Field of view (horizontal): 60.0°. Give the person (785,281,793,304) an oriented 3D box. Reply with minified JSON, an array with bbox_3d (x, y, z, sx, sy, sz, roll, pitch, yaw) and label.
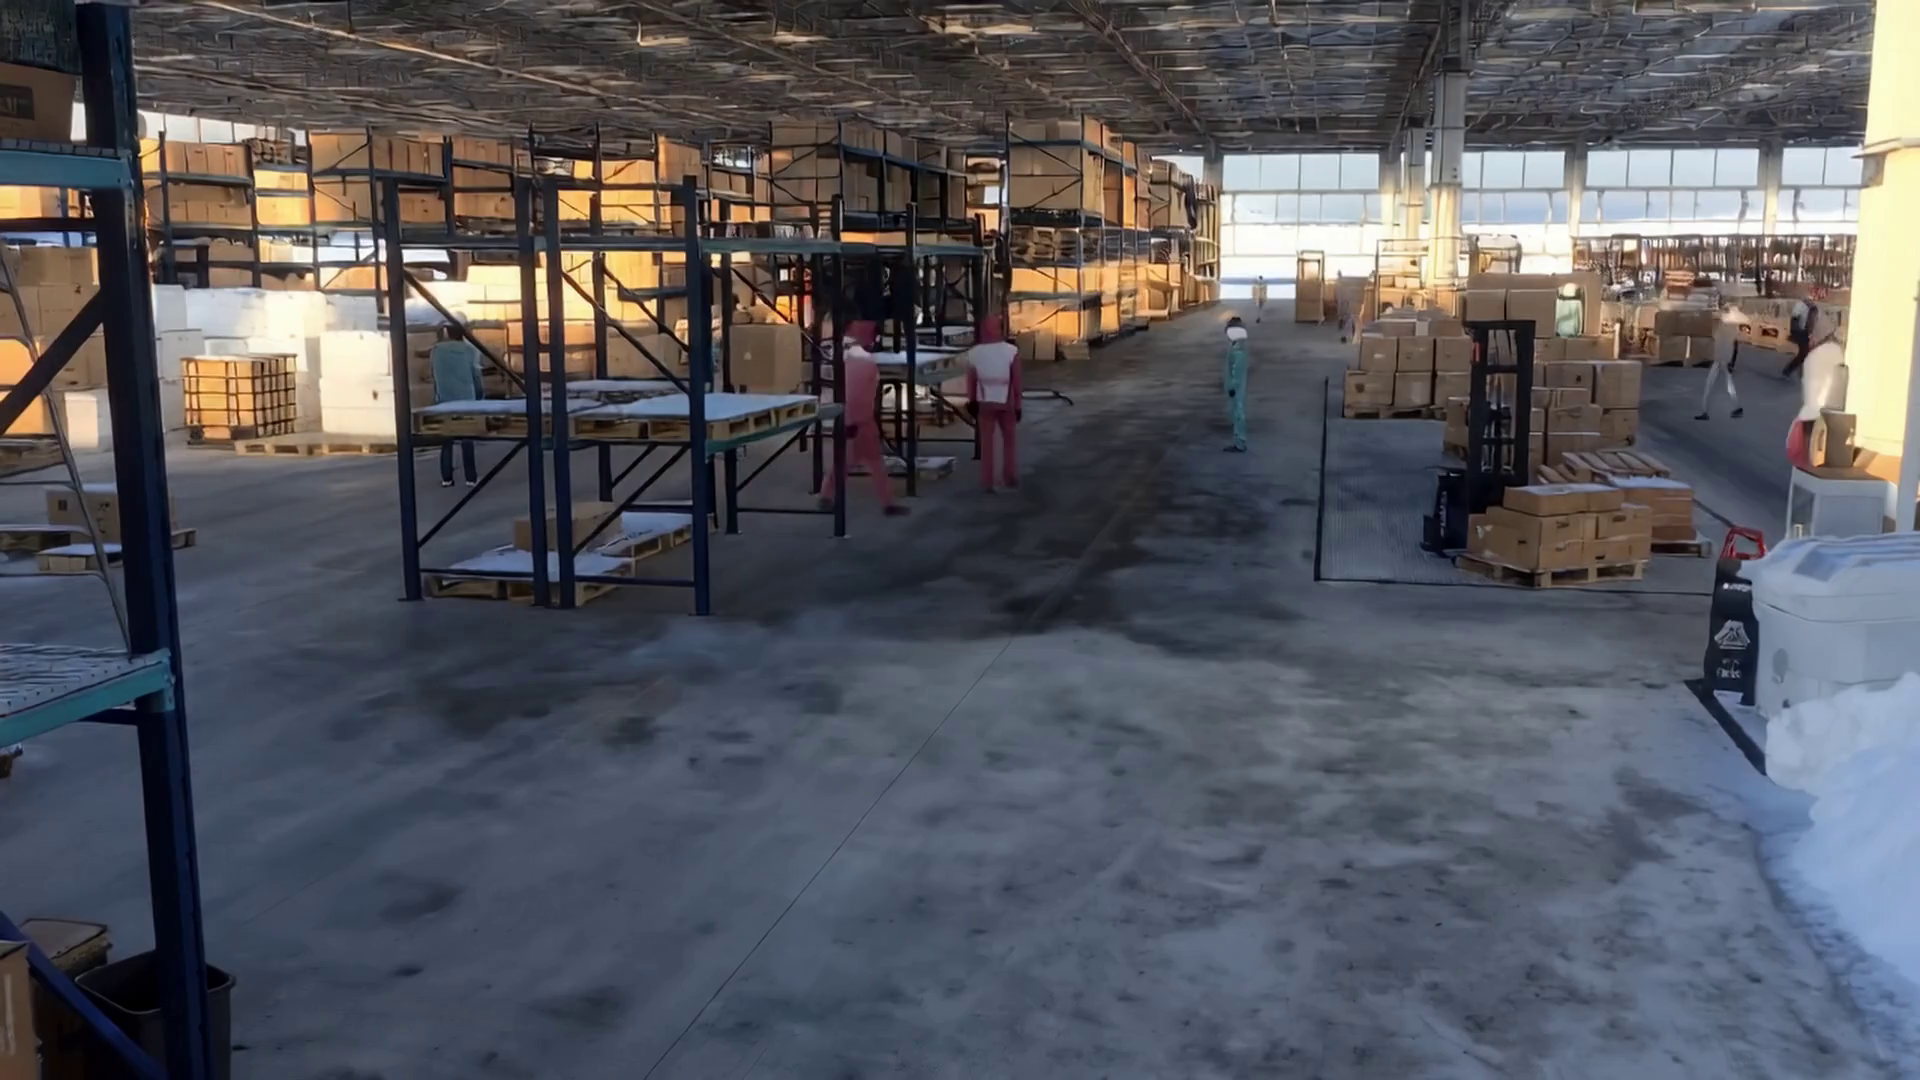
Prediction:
[{"bbox_3d":[-6.867,-9.497,66.174,0.635,1.615,0.523,2,10,14],"label":"person"}]

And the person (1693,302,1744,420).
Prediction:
[{"bbox_3d":[11.844,-2.770,25.740,0.977,1.833,0.533,-4,11,-25],"label":"person"}]

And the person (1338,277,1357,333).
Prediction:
[{"bbox_3d":[13.163,-7.945,56.190,0.663,1.886,0.663,5,11,26],"label":"person"}]

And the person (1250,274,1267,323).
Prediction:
[{"bbox_3d":[11.601,-9.347,64.437,0.633,1.914,0.856,6,11,31],"label":"person"}]

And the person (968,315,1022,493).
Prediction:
[{"bbox_3d":[0.410,-1.465,17.838,0.617,1.874,0.894,3,10,18],"label":"person"}]

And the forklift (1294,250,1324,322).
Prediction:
[{"bbox_3d":[13.778,-10.002,65.433,1.129,2.768,1.873,2,10,12],"label":"forklift"}]

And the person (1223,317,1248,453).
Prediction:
[{"bbox_3d":[3.527,-1.980,21.288,0.312,1.744,0.487,4,10,20],"label":"person"}]

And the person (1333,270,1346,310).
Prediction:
[{"bbox_3d":[18.518,-12.197,81.131,0.612,1.972,0.469,-3,10,-15],"label":"person"}]

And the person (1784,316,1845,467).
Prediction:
[{"bbox_3d":[8.358,-1.221,16.267,0.648,1.920,0.441,-8,13,-41],"label":"person"}]

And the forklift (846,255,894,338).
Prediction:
[{"bbox_3d":[-1.869,-5.317,37.689,1.129,2.768,1.873,2,10,12],"label":"forklift"}]

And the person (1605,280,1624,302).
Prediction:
[{"bbox_3d":[21.968,-7.831,55.865,0.603,1.776,0.987,3,10,15],"label":"person"}]

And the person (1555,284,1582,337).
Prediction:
[{"bbox_3d":[13.162,-4.563,36.017,0.542,1.938,0.358,3,10,16],"label":"person"}]

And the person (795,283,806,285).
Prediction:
[{"bbox_3d":[-7.435,-11.571,77.587,0.557,1.918,0.764,1,10,3],"label":"person"}]

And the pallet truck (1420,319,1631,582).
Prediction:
[{"bbox_3d":[4.543,-0.757,13.299,0.823,1.965,1.885,-4,10,-22],"label":"pallet truck"}]

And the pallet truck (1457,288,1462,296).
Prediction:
[{"bbox_3d":[20.506,-9.785,68.819,0.653,1.274,1.630,2,10,12],"label":"pallet truck"}]

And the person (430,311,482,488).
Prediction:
[{"bbox_3d":[-5.455,-1.523,18.087,0.584,1.918,0.408,2,10,12],"label":"person"}]

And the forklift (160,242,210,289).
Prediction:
[{"bbox_3d":[-16.063,-4.810,34.690,1.129,2.768,1.873,2,10,12],"label":"forklift"}]

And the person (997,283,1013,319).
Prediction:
[{"bbox_3d":[1.568,-8.019,57.235,0.538,1.674,0.606,-3,10,-15],"label":"person"}]

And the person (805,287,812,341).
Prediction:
[{"bbox_3d":[-3.585,-4.877,38.209,0.931,1.819,0.527,5,11,27],"label":"person"}]

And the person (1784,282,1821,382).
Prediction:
[{"bbox_3d":[17.020,-4.190,33.502,0.615,2.000,0.700,9,13,43],"label":"person"}]

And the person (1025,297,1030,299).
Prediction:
[{"bbox_3d":[2.222,-7.097,51.730,0.538,1.695,0.319,-9,13,-42],"label":"person"}]

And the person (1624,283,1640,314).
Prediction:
[{"bbox_3d":[23.680,-8.255,58.691,0.537,1.666,0.800,-1,10,-4],"label":"person"}]

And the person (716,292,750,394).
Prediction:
[{"bbox_3d":[-3.634,-2.984,26.599,0.603,1.959,0.380,-9,13,-43],"label":"person"}]

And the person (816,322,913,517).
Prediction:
[{"bbox_3d":[-0.975,-1.157,16.052,0.947,1.885,0.696,0,10,1],"label":"person"}]
